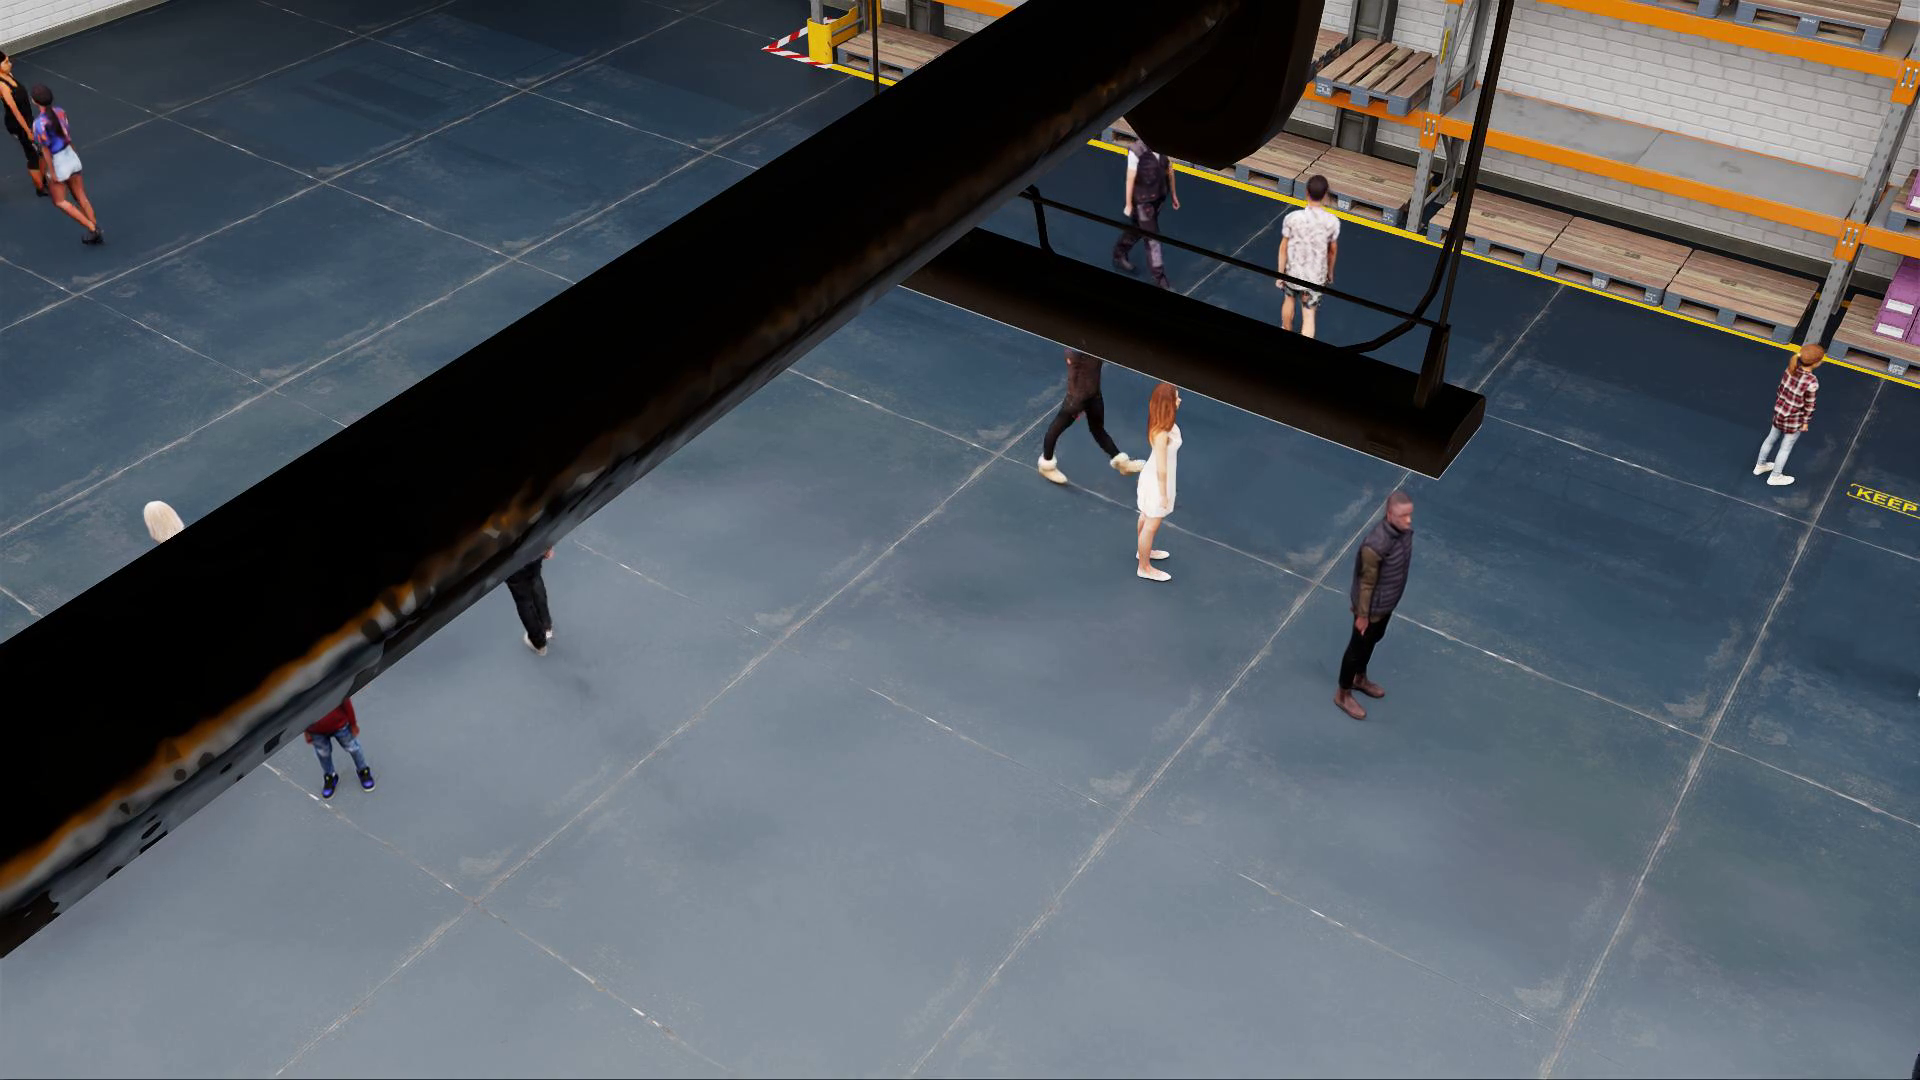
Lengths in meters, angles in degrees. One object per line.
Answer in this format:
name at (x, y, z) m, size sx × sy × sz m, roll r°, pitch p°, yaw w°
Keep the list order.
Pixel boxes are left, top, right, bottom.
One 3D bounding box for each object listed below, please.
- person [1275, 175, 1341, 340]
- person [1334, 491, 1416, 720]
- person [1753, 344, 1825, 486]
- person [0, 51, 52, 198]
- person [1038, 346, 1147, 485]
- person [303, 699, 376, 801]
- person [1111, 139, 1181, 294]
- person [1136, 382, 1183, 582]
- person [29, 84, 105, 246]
person at (3.119, -2.369, 14.970) m, size 1.171 × 1.785 × 1.061 m, roll 5°, pitch 39°, yaw 6°
person at (2.865, 0.414, 11.443) m, size 0.599 × 1.835 × 0.713 m, roll 29°, pitch 47°, yaw 31°
person at (6.845, -1.048, 13.699) m, size 0.685 × 1.306 × 0.611 m, roll -12°, pitch 40°, yaw -15°
person at (-10.013, -4.401, 17.610) m, size 0.768 × 1.664 × 0.685 m, roll -11°, pitch 40°, yaw -13°
person at (1.107, -1.103, 13.516) m, size 1.072 × 1.620 × 0.635 m, roll 24°, pitch 45°, yaw 27°
person at (-4.161, 1.188, 10.943) m, size 0.587 × 1.251 × 0.639 m, roll -9°, pitch 39°, yaw -11°
person at (1.764, -3.342, 16.171) m, size 0.847 × 1.805 × 1.244 m, roll -29°, pitch 47°, yaw -31°
person at (1.499, -0.465, 12.644) m, size 0.671 × 1.712 × 0.644 m, roll 3°, pitch 39°, yaw 4°
person at (-8.928, -3.731, 16.718) m, size 0.735 × 1.730 × 0.698 m, roll 9°, pitch 39°, yaw 11°
